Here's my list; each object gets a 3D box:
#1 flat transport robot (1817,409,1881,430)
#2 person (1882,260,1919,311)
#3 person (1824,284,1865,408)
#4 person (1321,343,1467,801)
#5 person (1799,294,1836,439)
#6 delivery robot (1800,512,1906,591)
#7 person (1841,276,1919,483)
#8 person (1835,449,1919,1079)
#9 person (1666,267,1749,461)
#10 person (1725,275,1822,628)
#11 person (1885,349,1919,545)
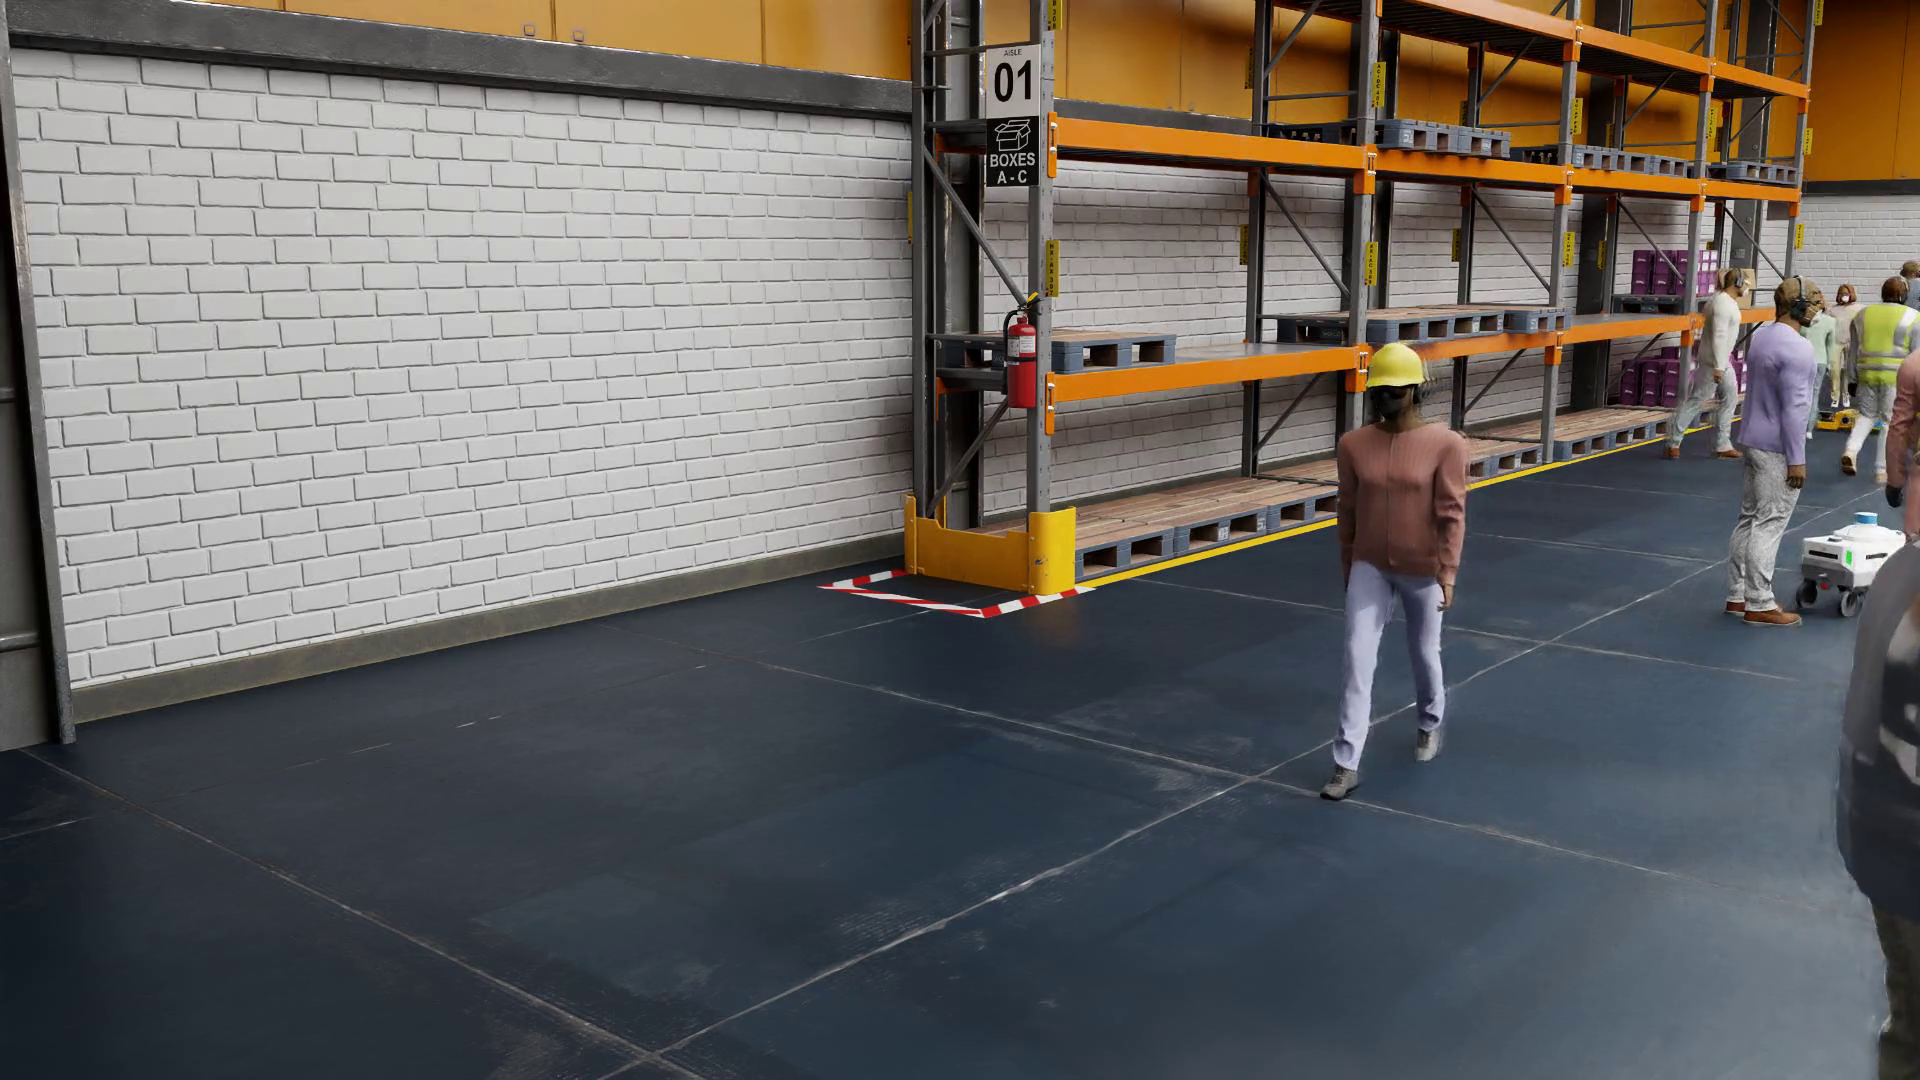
[{"bbox_3d":[10.501,-1.330,18.688,1.431,0.197,0.652,8,13,40],"label":"flat transport robot"},{"bbox_3d":[12.519,-2.735,22.005,0.641,1.918,0.714,6,12,32],"label":"person"},{"bbox_3d":[11.446,-2.506,21.569,0.524,1.611,0.540,6,11,29],"label":"person"},{"bbox_3d":[1.710,0.092,6.475,0.527,1.722,0.915,5,11,28],"label":"person"},{"bbox_3d":[9.255,-1.907,18.149,0.499,1.622,0.341,1,10,8],"label":"person"},{"bbox_3d":[5.194,0.085,9.559,0.707,0.478,0.477,-5,11,-25],"label":"delivery robot"},{"bbox_3d":[8.167,-1.409,14.707,0.490,1.833,0.626,-7,12,-34],"label":"person"},{"bbox_3d":[1.878,0.621,3.160,0.421,1.819,0.620,3,10,16],"label":"person"},{"bbox_3d":[7.358,-1.716,16.309,0.744,1.896,0.663,6,12,31],"label":"person"},{"bbox_3d":[4.486,-0.482,9.163,0.371,1.932,0.622,2,10,9],"label":"person"},{"bbox_3d":[4.955,-0.292,8.239,0.653,1.869,0.793,5,11,24],"label":"person"}]
